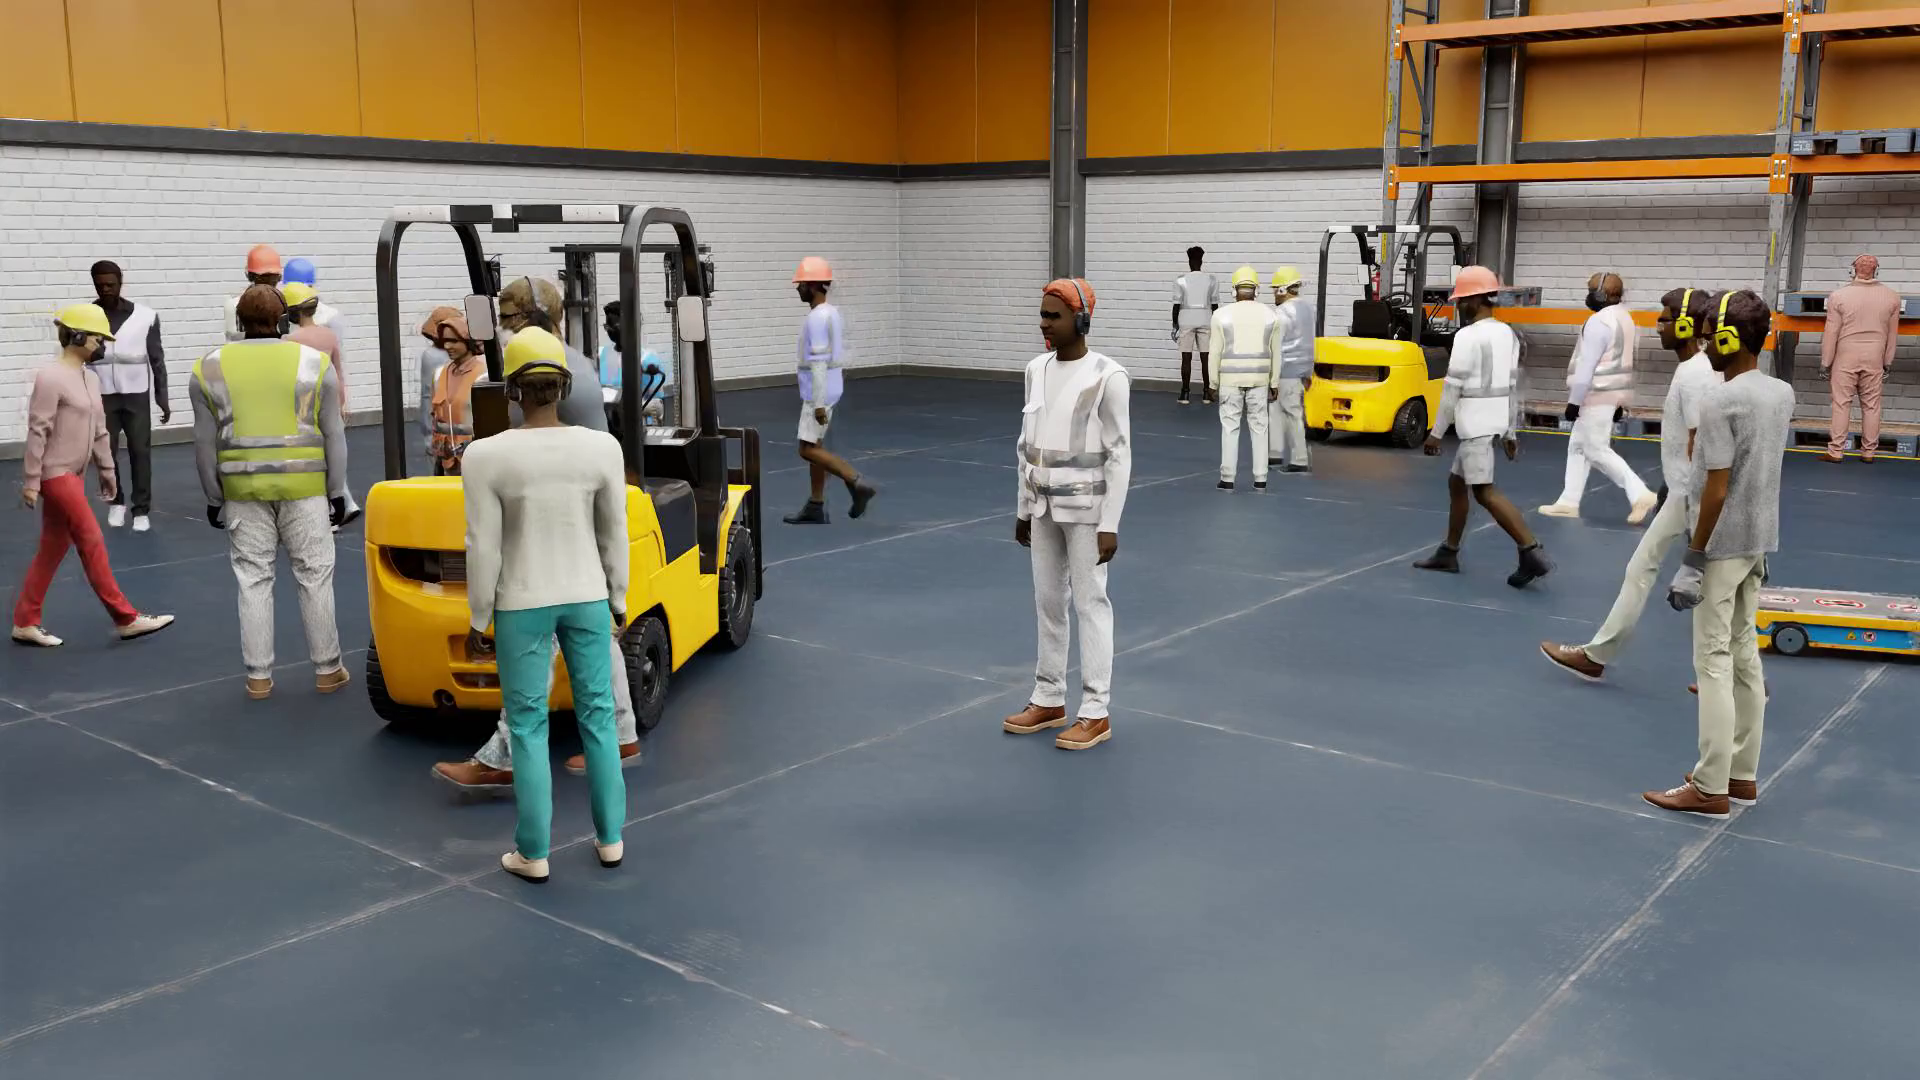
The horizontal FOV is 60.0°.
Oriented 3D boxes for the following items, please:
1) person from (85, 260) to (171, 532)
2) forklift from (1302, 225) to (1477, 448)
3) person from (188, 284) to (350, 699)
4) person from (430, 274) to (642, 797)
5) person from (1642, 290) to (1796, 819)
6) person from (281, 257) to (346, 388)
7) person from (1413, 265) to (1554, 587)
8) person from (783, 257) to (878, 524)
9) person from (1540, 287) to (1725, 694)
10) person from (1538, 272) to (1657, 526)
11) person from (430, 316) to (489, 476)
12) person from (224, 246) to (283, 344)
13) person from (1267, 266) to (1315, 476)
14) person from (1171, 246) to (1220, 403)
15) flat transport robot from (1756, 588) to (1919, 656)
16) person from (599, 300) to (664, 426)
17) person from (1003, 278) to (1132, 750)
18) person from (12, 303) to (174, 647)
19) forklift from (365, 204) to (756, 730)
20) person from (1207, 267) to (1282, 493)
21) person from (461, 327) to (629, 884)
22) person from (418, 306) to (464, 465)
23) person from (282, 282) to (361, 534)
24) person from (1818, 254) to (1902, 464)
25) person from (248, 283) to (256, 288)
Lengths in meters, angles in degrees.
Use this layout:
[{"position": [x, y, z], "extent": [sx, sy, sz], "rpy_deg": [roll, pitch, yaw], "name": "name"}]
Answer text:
[{"position": [-5.873, -0.997, 11.624], "extent": [0.634, 1.898, 0.437], "rpy_deg": [-5, 11, -24], "name": "person"}, {"position": [4.449, -2.115, 16.993], "extent": [1.214, 2.155, 2.313], "rpy_deg": [8, 13, 38], "name": "forklift"}, {"position": [-3.053, -0.211, 7.419], "extent": [0.624, 1.844, 0.430], "rpy_deg": [-3, 11, -15], "name": "person"}, {"position": [-1.617, -0.014, 6.170], "extent": [0.928, 1.901, 0.647], "rpy_deg": [-5, 11, -27], "name": "person"}, {"position": [2.698, 0.059, 5.886], "extent": [0.512, 1.858, 0.329], "rpy_deg": [-8, 13, -37], "name": "person"}, {"position": [-4.753, -1.072, 11.985], "extent": [0.662, 1.917, 0.491], "rpy_deg": [0, 10, 0], "name": "person"}, {"position": [3.141, -0.670, 9.853], "extent": [0.926, 1.904, 0.534], "rpy_deg": [9, 14, 42], "name": "person"}, {"position": [-0.937, -1.040, 11.802], "extent": [0.622, 1.921, 0.550], "rpy_deg": [1, 10, 8], "name": "person"}, {"position": [3.173, -0.206, 7.458], "extent": [0.971, 1.818, 0.544], "rpy_deg": [8, 13, 36], "name": "person"}, {"position": [4.644, -1.012, 11.955], "extent": [0.833, 1.813, 0.626], "rpy_deg": [7, 12, 34], "name": "person"}, {"position": [-2.654, -0.394, 9.018], "extent": [0.518, 1.633, 0.310], "rpy_deg": [6, 12, 28], "name": "person"}, {"position": [-5.182, -1.206, 12.563], "extent": [0.633, 1.982, 0.906], "rpy_deg": [-6, 12, -32], "name": "person"}, {"position": [2.771, -1.467, 14.473], "extent": [0.713, 1.800, 0.598], "rpy_deg": [7, 12, 32], "name": "person"}, {"position": [2.933, -2.682, 20.768], "extent": [0.608, 1.965, 0.372], "rpy_deg": [0, 10, -1], "name": "person"}, {"position": [4.480, 0.413, 8.315], "extent": [1.431, 0.197, 0.652], "rpy_deg": [4, 11, 21], "name": "flat transport robot"}, {"position": [-2.177, -0.694, 10.605], "extent": [0.542, 1.648, 0.864], "rpy_deg": [7, 12, 33], "name": "person"}, {"position": [0.431, -0.105, 6.718], "extent": [0.352, 1.883, 0.580], "rpy_deg": [-9, 13, -40], "name": "person"}, {"position": [-4.408, -0.317, 8.332], "extent": [0.838, 1.709, 0.543], "rpy_deg": [-1, 10, -7], "name": "person"}, {"position": [-1.766, -0.406, 7.525], "extent": [1.214, 2.155, 2.313], "rpy_deg": [1, 10, 7], "name": "forklift"}, {"position": [2.286, -1.284, 13.423], "extent": [0.600, 1.818, 0.403], "rpy_deg": [-1, 10, -3], "name": "person"}, {"position": [-1.318, 0.207, 5.321], "extent": [0.533, 1.765, 0.330], "rpy_deg": [-6, 12, -30], "name": "person"}, {"position": [-3.270, -0.669, 10.557], "extent": [0.359, 1.614, 0.521], "rpy_deg": [-1, 10, -5], "name": "person"}, {"position": [-4.474, -0.900, 11.482], "extent": [0.359, 1.755, 0.530], "rpy_deg": [2, 10, 12], "name": "person"}, {"position": [8.174, -1.643, 15.172], "extent": [0.638, 1.910, 0.407], "rpy_deg": [1, 10, 6], "name": "person"}, {"position": [-6.702, -1.656, 16.020], "extent": [0.518, 1.634, 0.321], "rpy_deg": [2, 10, 9], "name": "person"}]
